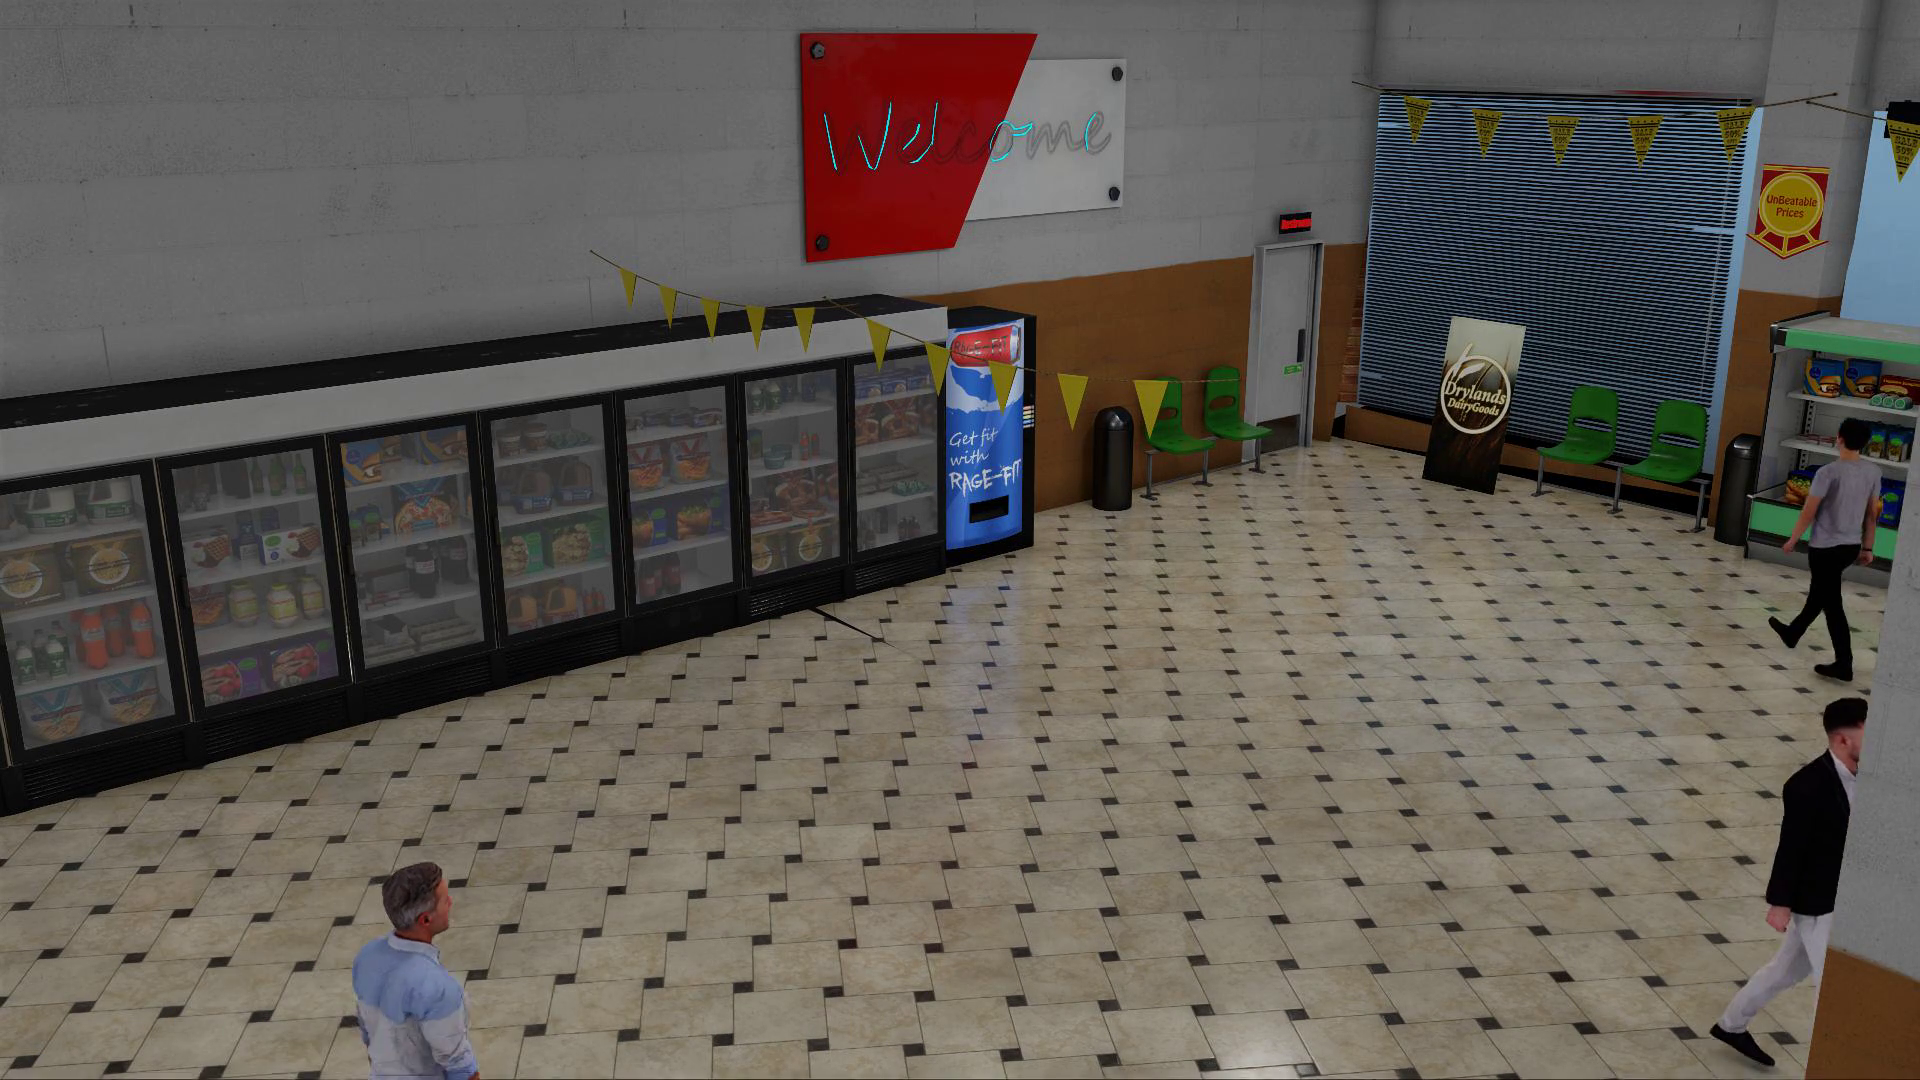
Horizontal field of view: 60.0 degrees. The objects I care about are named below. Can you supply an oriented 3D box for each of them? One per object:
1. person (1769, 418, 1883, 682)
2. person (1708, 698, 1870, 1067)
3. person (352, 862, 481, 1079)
[{"bbox_3d":[6.225,0.106,11.728,0.940,1.823,1.240,-6,18,-18],"label":"person"},{"bbox_3d":[3.588,1.513,7.121,0.672,1.806,1.031,-14,22,-38],"label":"person"},{"bbox_3d":[-1.883,1.966,5.615,0.738,1.815,0.561,-14,22,-39],"label":"person"}]
